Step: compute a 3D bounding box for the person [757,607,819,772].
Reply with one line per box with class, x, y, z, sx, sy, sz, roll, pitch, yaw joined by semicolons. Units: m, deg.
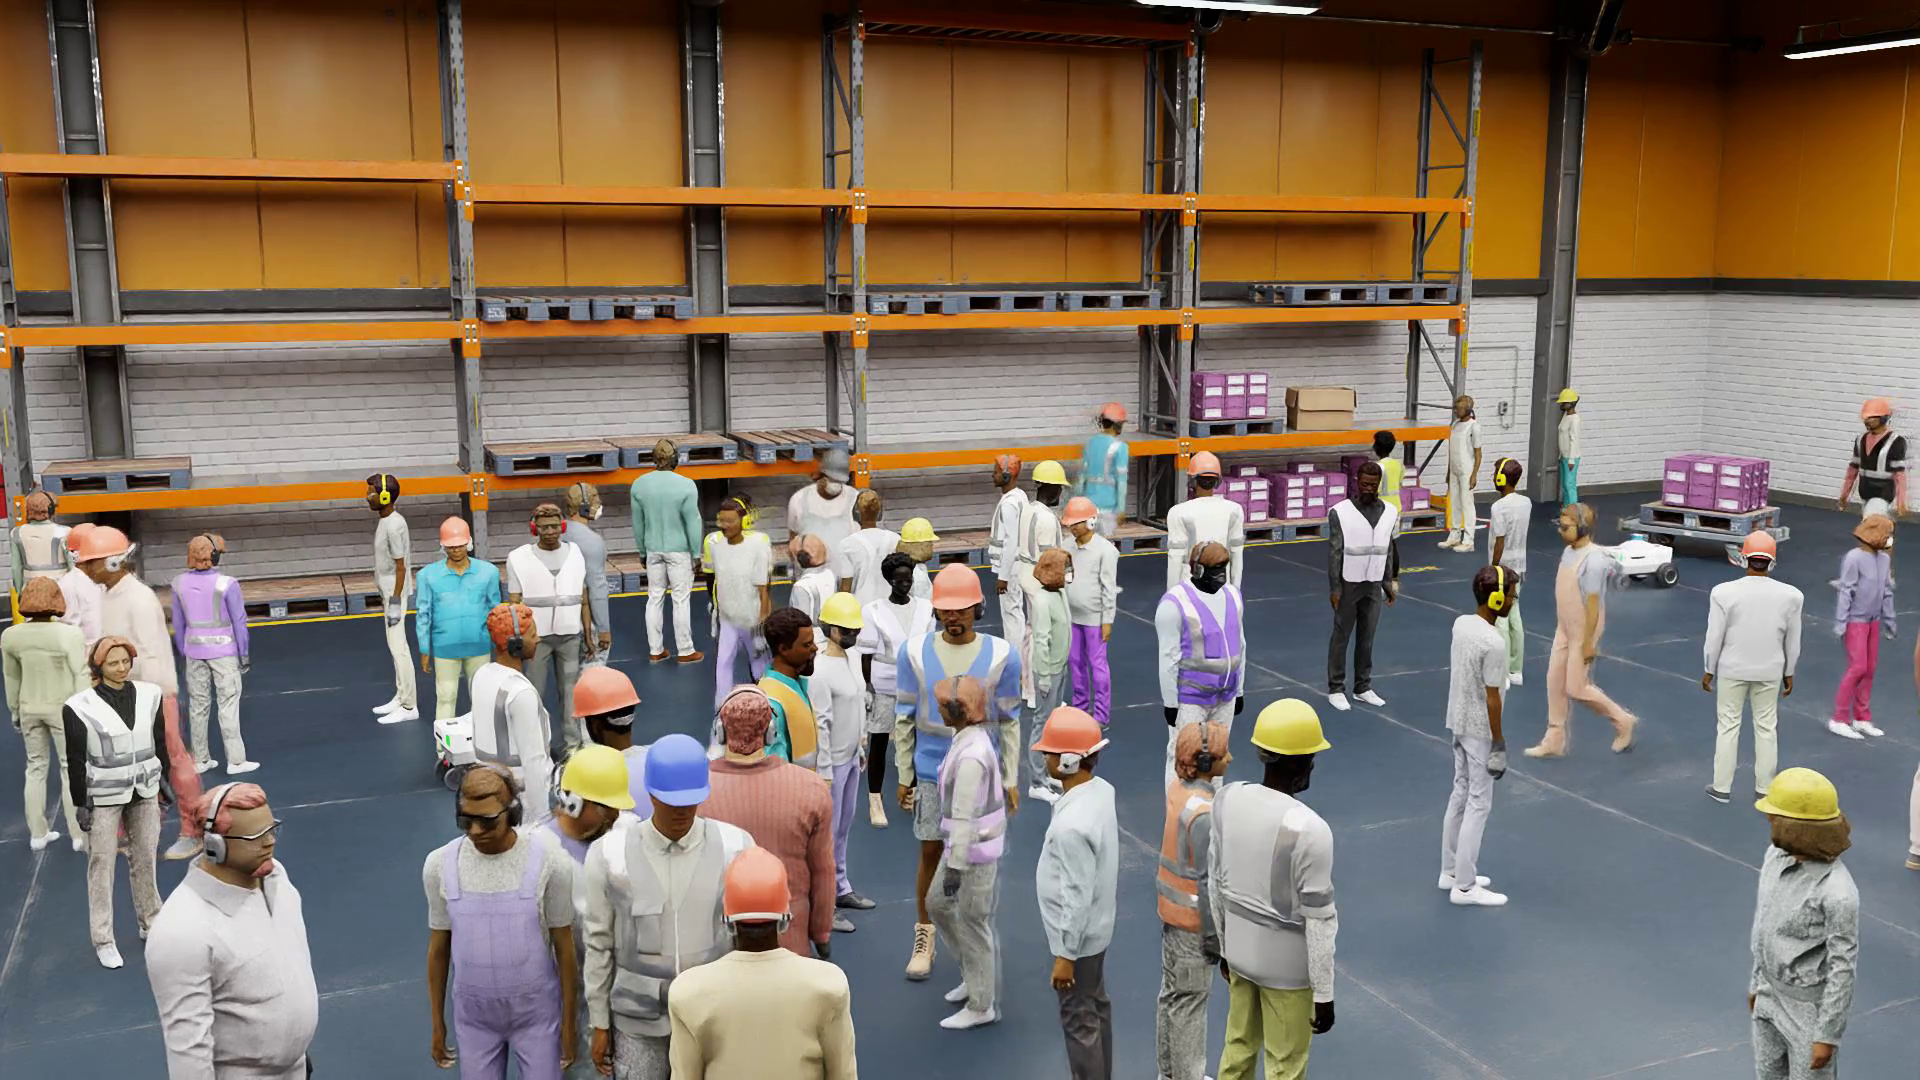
person;-0.804;1.246;7.585;0.390;1.920;0.587;0;10;-1

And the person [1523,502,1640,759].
person;4.289;0.635;11.390;0.683;1.823;0.526;-1;10;-5

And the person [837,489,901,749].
person;-0.643;0.557;11.767;0.508;1.846;0.342;-6;12;-31

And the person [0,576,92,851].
person;-5.324;1.020;9.742;0.505;1.628;0.277;1;10;4

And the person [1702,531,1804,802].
person;5.020;0.808;10.582;0.573;1.749;0.332;2;10;10

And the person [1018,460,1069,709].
person;0.645;0.343;12.798;0.394;1.919;0.586;-2;10;-11

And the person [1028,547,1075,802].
person;0.594;0.850;10.689;0.265;1.632;0.508;3;10;17

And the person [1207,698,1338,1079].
person;1.143;1.512;6.027;0.369;1.927;0.589;-7;12;-33

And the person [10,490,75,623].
person;-7.173;0.428;13.101;0.523;1.639;0.309;0;10;-3

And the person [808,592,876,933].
person;-0.621;1.136;8.661;0.305;1.767;0.533;3;10;17

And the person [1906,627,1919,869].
person;5.587;0.919;9.251;0.390;1.995;0.613;-2;10;-10

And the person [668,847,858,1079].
person;-0.586;1.774;5.008;0.562;1.756;0.321;-1;10;-5

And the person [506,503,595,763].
person;-2.748;0.656;11.194;0.566;1.844;0.381;-5;11;-28

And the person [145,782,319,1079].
person;-2.195;1.672;5.171;0.403;1.906;0.651;1;10;4

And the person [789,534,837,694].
person;-0.981;0.763;11.175;0.309;1.639;0.511;4;10;19

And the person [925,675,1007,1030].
person;0.025;1.406;7.487;0.367;1.627;0.548;-1;10;-5

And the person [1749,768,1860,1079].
person;2.912;1.639;5.833;0.312;1.741;0.487;-1;10;-4

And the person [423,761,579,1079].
person;-1.549;1.627;5.649;0.515;1.835;0.359;0;10;0

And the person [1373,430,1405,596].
person;4.325;-0.277;17.000;0.540;1.695;0.317;-9;13;-43

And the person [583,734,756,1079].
person;-0.952;1.581;5.597;0.608;1.939;0.417;-3;10;-14

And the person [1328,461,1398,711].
person;3.085;0.340;12.817;0.590;1.916;0.399;-4;11;-21

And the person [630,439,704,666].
person;-2.467;0.108;14.089;0.632;1.940;0.372;3;10;17

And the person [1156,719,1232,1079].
person;0.953;1.530;6.750;0.314;1.642;0.514;-1;10;-4

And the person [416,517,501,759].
person;-3.345;0.706;11.170;0.575;1.749;0.333;-4;11;-23

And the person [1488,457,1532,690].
person;4.376;0.268;13.368;0.535;1.868;0.309;-9;13;-42

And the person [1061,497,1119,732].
person;0.901;0.541;12.171;0.355;1.737;0.577;-8;13;-39

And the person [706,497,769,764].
person;-1.511;0.595;11.634;0.541;1.833;0.956;4;11;24

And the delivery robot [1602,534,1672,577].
delivery robot;7.076;0.178;17.396;0.707;0.478;0.477;-3;10;-19

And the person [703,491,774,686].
person;-1.683;0.471;12.689;0.537;1.696;0.318;0;10;-2

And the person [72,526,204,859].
person;-4.744;0.888;9.554;0.621;1.964;0.638;8;13;39

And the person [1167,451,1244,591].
person;1.790;0.357;12.353;0.615;2.040;0.391;-3;10;-17

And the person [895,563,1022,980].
person;-0.012;1.114;7.986;0.605;2.045;0.388;1;10;4

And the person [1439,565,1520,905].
person;2.797;1.045;8.937;0.347;1.855;0.531;-1;10;-7

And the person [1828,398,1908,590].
person;9.286;-0.452;17.102;0.951;2.002;0.648;-2;10;-11

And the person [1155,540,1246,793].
person;1.438;0.905;9.799;0.626;1.837;0.429;-7;12;-33

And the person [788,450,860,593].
person;-1.013;0.241;13.028;0.702;2.000;0.795;0;10;1

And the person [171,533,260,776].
person;-4.992;0.772;11.119;0.522;1.640;0.306;2;10;10

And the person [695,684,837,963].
person;-0.789;1.479;6.280;0.647;1.908;0.409;-2;10;-14

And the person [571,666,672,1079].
person;-1.325;1.435;6.474;0.375;1.927;0.543;6;11;30

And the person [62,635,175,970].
person;-4.151;1.272;8.239;0.308;1.640;0.510;6;12;32

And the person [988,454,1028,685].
person;0.391;0.237;13.506;0.352;1.883;0.579;1;10;7

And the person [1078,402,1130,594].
person;1.356;-0.378;16.722;0.852;2.012;0.617;-7;12;-36

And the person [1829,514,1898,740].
person;6.570;0.616;12.045;0.518;1.621;0.369;-6;12;-32

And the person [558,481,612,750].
person;-2.593;0.558;11.491;0.362;1.939;0.636;-8;13;-39

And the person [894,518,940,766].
person;-0.282;0.712;11.169;0.294;1.744;0.487;-3;10;-18

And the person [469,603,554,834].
person;-2.079;1.224;7.815;0.345;1.882;0.584;-8;13;-39

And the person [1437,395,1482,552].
person;5.872;-0.778;19.461;0.330;1.843;0.520;-4;10;-20

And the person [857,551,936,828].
person;-0.374;0.906;10.188;0.532;1.696;0.318;-5;11;-27

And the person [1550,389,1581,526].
person;7.786;-1.060;21.346;0.338;1.761;0.524;1;10;5

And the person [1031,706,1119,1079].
person;0.440;1.509;6.545;0.342;1.748;0.573;3;10;14

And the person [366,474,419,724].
person;-4.258;0.430;12.427;0.318;1.870;0.531;-4;11;-23
